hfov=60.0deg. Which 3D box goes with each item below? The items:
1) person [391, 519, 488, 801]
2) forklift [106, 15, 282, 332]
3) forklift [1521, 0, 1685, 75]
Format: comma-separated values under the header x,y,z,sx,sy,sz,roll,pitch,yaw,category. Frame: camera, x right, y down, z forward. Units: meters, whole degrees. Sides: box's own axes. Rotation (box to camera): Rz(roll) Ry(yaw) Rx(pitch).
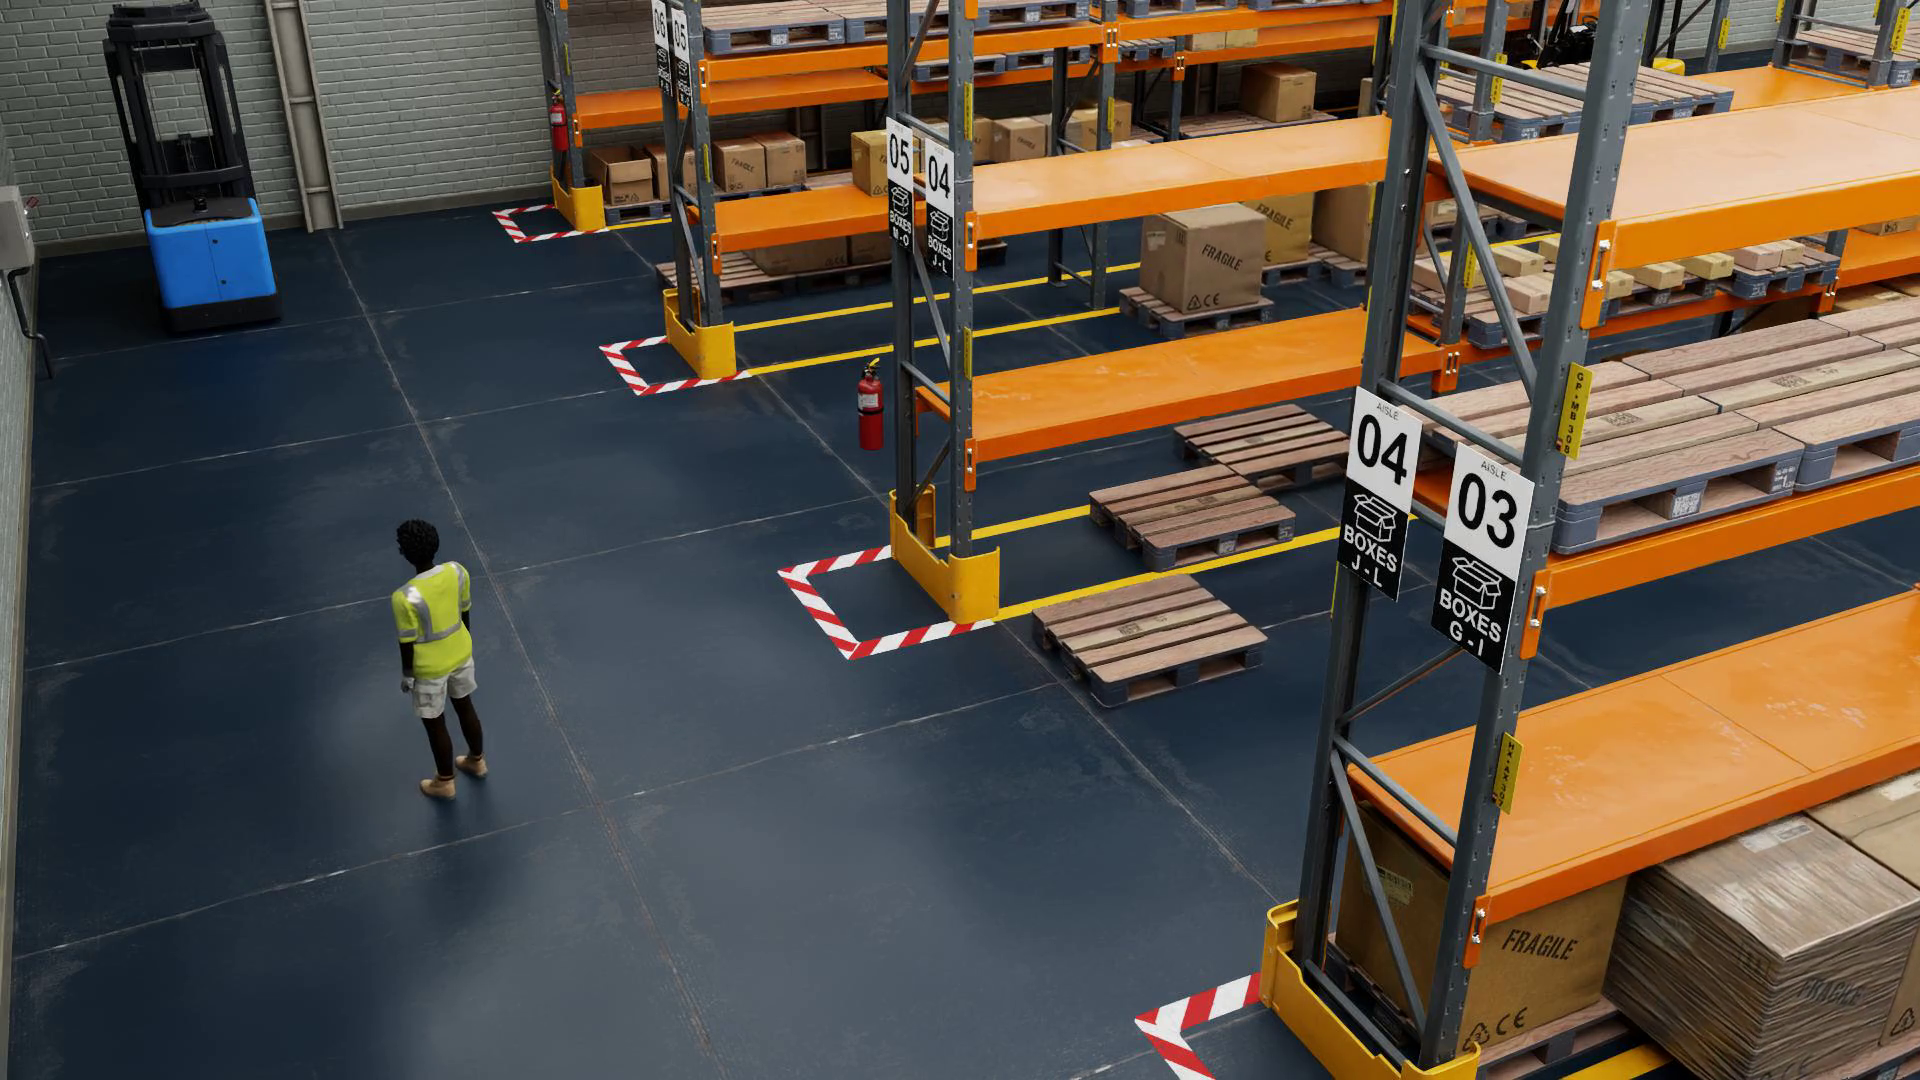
x,y,z,sx,sy,sz,roll,pitch,yaw,category
-2.908,0.663,9.291,0.319,1.687,0.537,13,30,24,person
-7.548,-3.672,16.323,1.129,2.768,1.873,-12,30,-22,forklift
8.950,-6.807,23.056,1.214,2.155,2.313,-12,30,-22,forklift
